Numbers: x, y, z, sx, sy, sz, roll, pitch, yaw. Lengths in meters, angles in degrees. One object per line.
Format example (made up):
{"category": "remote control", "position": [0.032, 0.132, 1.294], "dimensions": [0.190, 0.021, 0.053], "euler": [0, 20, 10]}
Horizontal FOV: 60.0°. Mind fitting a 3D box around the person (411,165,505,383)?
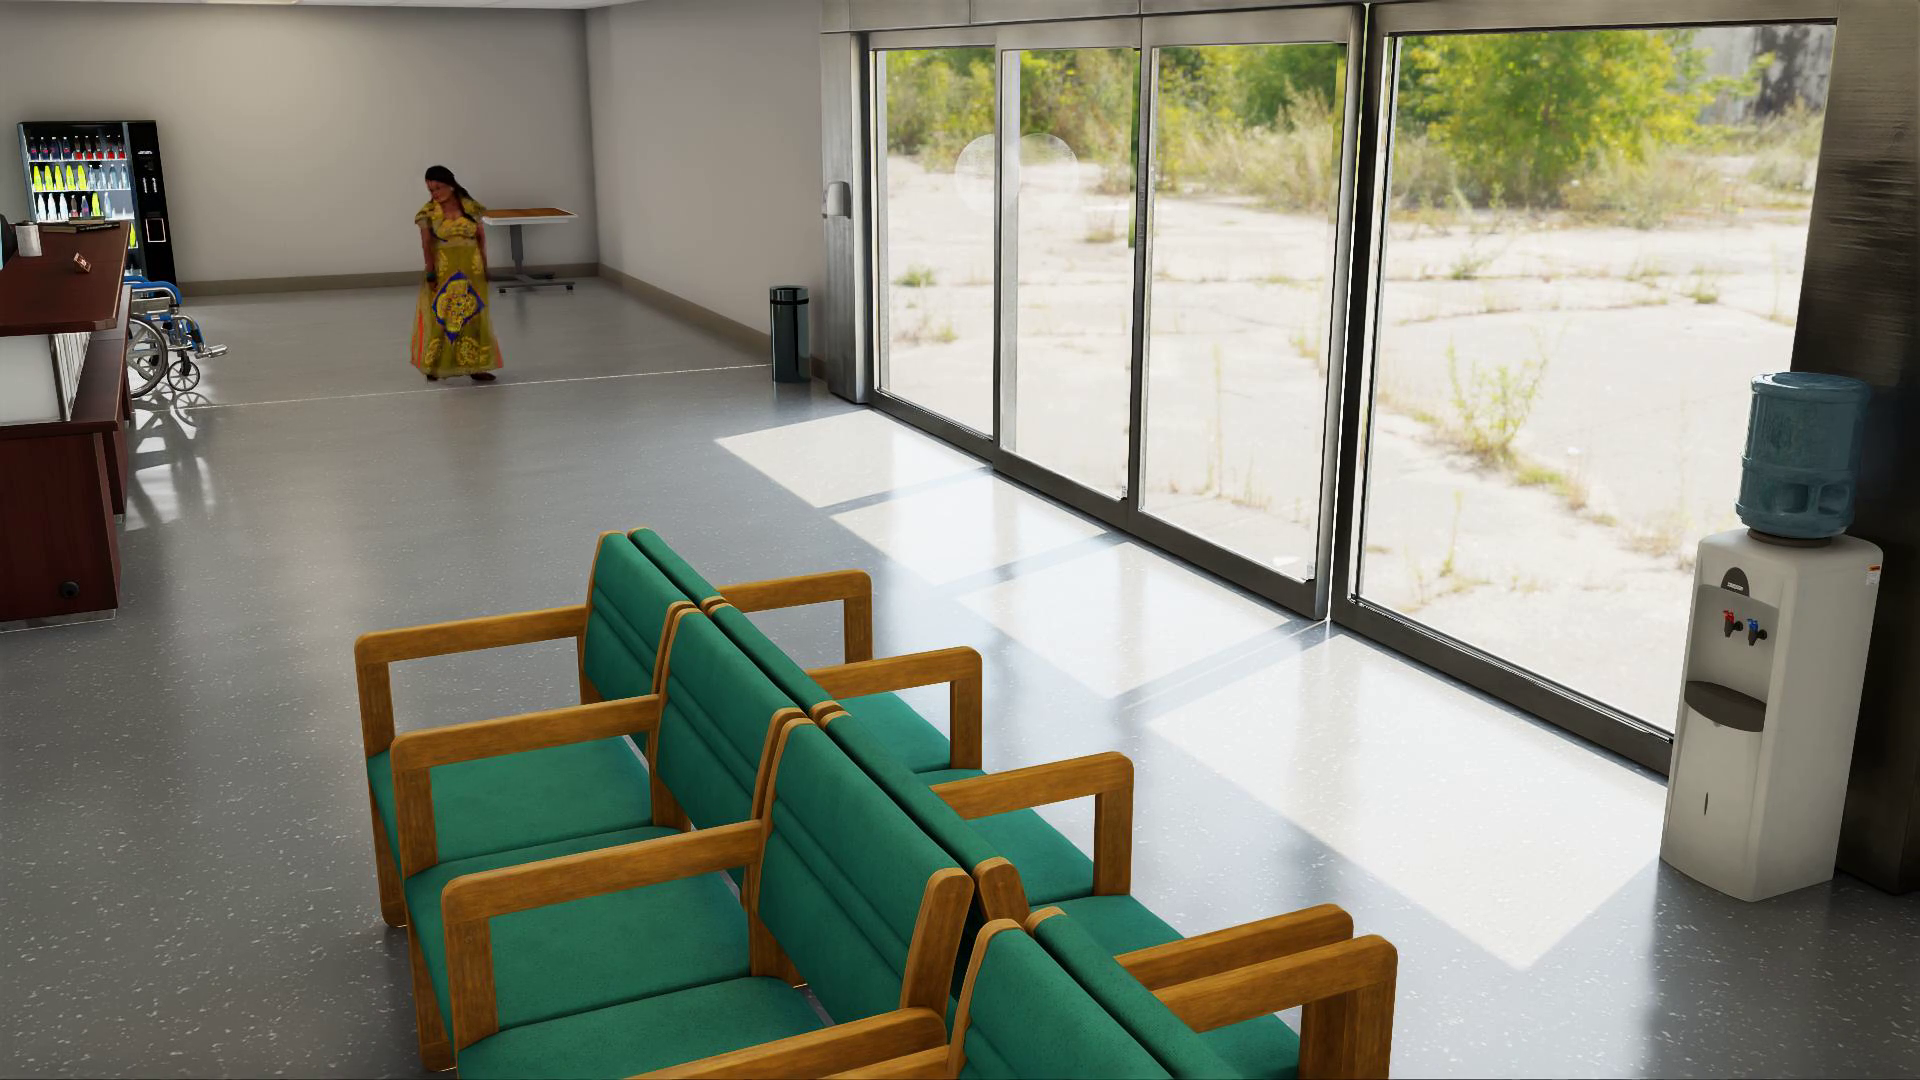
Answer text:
{"category": "person", "position": [-3.805, -2.026, 12.689], "dimensions": [0.961, 1.643, 0.807], "euler": [12, 19, 35]}
